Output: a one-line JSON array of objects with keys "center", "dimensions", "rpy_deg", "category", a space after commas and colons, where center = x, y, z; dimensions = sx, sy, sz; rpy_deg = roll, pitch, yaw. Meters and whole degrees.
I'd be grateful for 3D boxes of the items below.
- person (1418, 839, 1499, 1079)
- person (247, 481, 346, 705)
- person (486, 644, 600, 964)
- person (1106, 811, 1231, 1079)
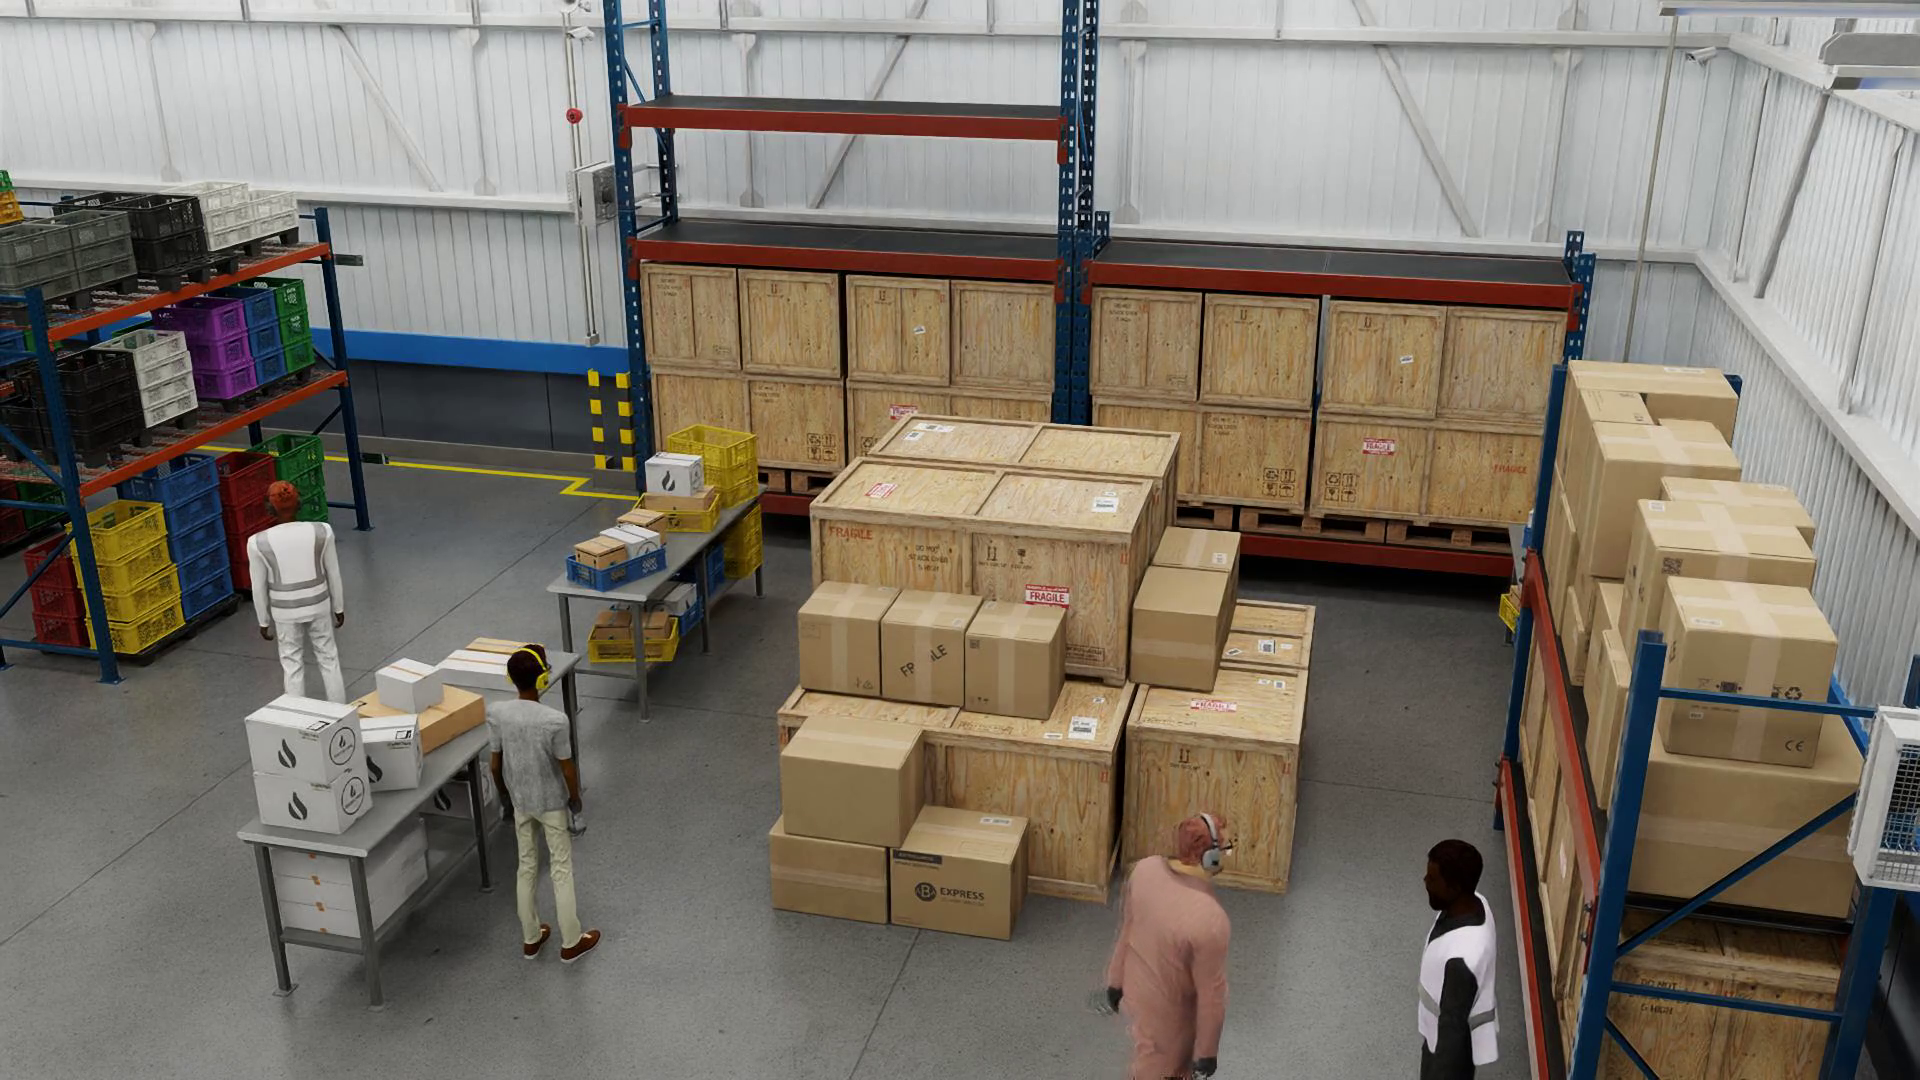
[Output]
[{"center": [2.100, 2.144, 7.132], "dimensions": [0.401, 1.906, 0.597], "rpy_deg": [6, 22, 16], "category": "person"}, {"center": [-4.543, 0.499, 11.472], "dimensions": [0.579, 1.878, 0.342], "rpy_deg": [-12, 24, -28], "category": "person"}, {"center": [-2.275, 1.432, 9.038], "dimensions": [0.516, 1.872, 0.327], "rpy_deg": [5, 21, 13], "category": "person"}, {"center": [0.879, 2.080, 7.393], "dimensions": [0.843, 1.852, 0.661], "rpy_deg": [-8, 22, -19], "category": "person"}]
